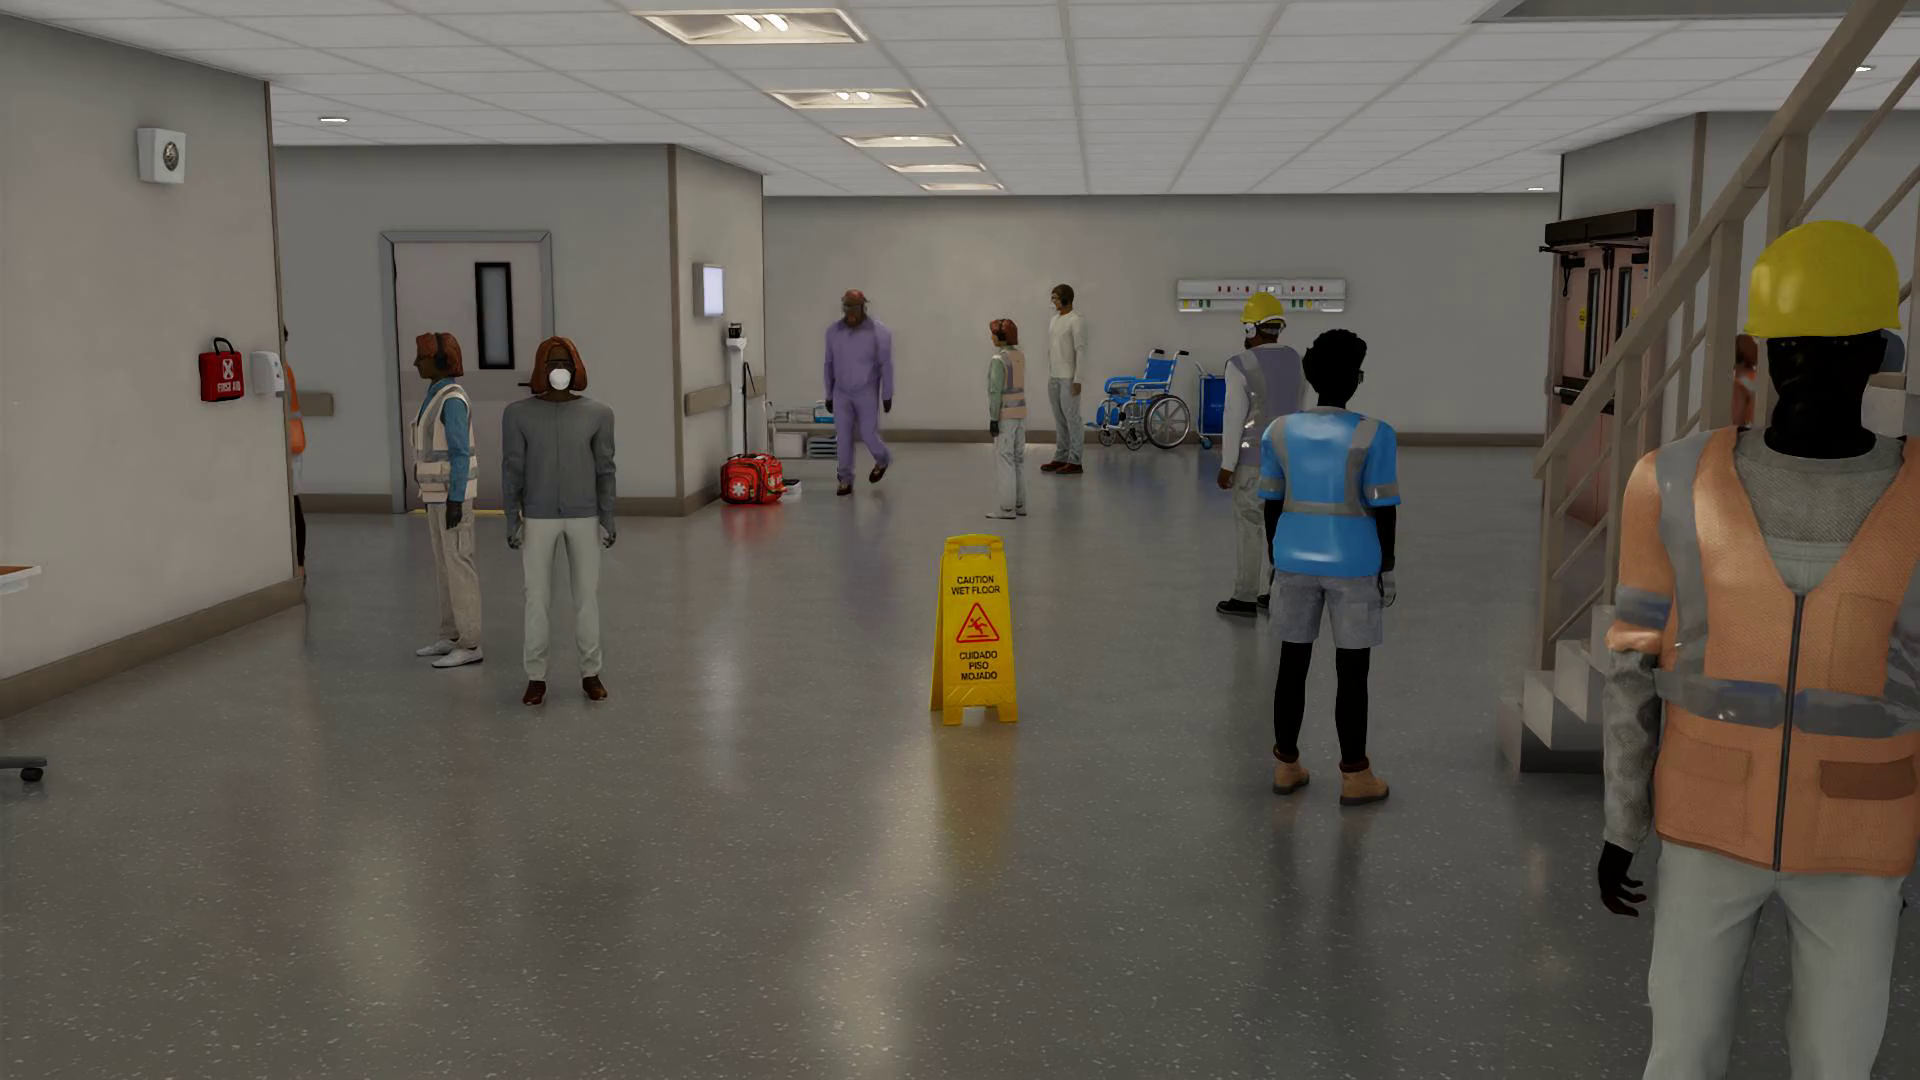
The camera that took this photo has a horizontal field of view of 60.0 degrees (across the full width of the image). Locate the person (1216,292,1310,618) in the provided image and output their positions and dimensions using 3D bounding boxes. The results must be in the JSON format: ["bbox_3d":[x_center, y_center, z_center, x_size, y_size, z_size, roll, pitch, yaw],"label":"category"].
[{"bbox_3d":[1.695,-0.477,9.411,0.590,1.833,0.404,-5,10,-33],"label":"person"}]

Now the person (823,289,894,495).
[{"bbox_3d":[-0.914,-1.368,15.310,0.668,1.884,0.662,3,9,17],"label":"person"}]

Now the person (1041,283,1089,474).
[{"bbox_3d":[1.073,-1.639,16.957,0.355,1.936,0.637,-4,9,-25],"label":"person"}]

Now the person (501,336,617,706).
[{"bbox_3d":[-1.776,-0.085,7.408,0.500,1.636,0.284,-3,9,-17],"label":"person"}]

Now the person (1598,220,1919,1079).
[{"bbox_3d":[1.338,0.463,2.694,0.585,1.928,0.369,4,9,28],"label":"person"}]

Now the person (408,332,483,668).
[{"bbox_3d":[-2.525,-0.200,8.180,0.306,1.640,0.523,-5,10,-30],"label":"person"}]

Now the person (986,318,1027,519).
[{"bbox_3d":[0.384,-0.984,13.553,0.315,1.629,0.508,4,9,27],"label":"person"}]

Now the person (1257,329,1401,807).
[{"bbox_3d":[1.320,0.100,5.949,0.532,1.697,0.319,6,10,36],"label":"person"}]
